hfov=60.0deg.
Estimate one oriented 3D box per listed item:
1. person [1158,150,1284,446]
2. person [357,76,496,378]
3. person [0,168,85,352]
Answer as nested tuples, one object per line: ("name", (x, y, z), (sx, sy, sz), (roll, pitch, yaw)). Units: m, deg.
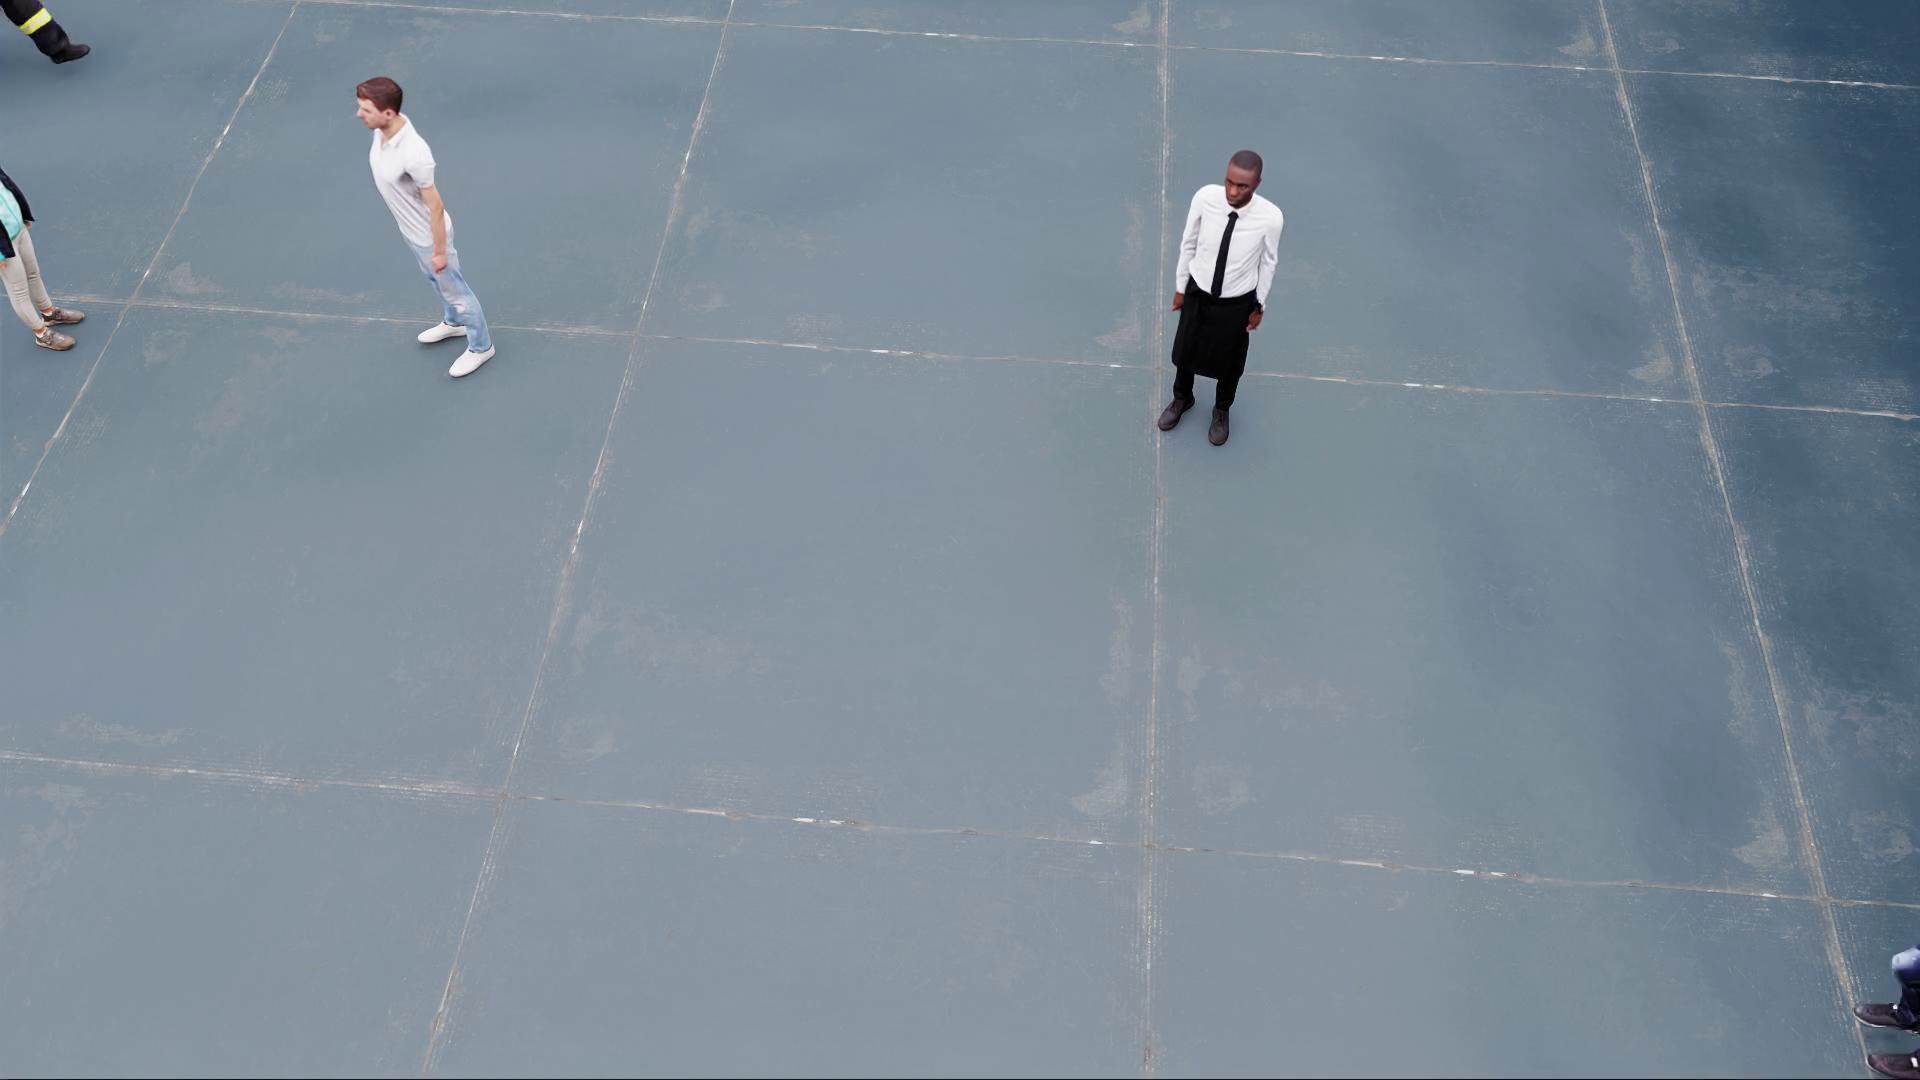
("person", (1.327, -1.237, 8.431), (0.579, 1.836, 0.755), (18, 54, 13))
("person", (-2.811, -1.656, 8.745), (0.764, 1.852, 0.717), (-31, 58, -22))
("person", (-5.191, -1.664, 8.973), (0.605, 1.502, 0.594), (-1, 52, -1))
